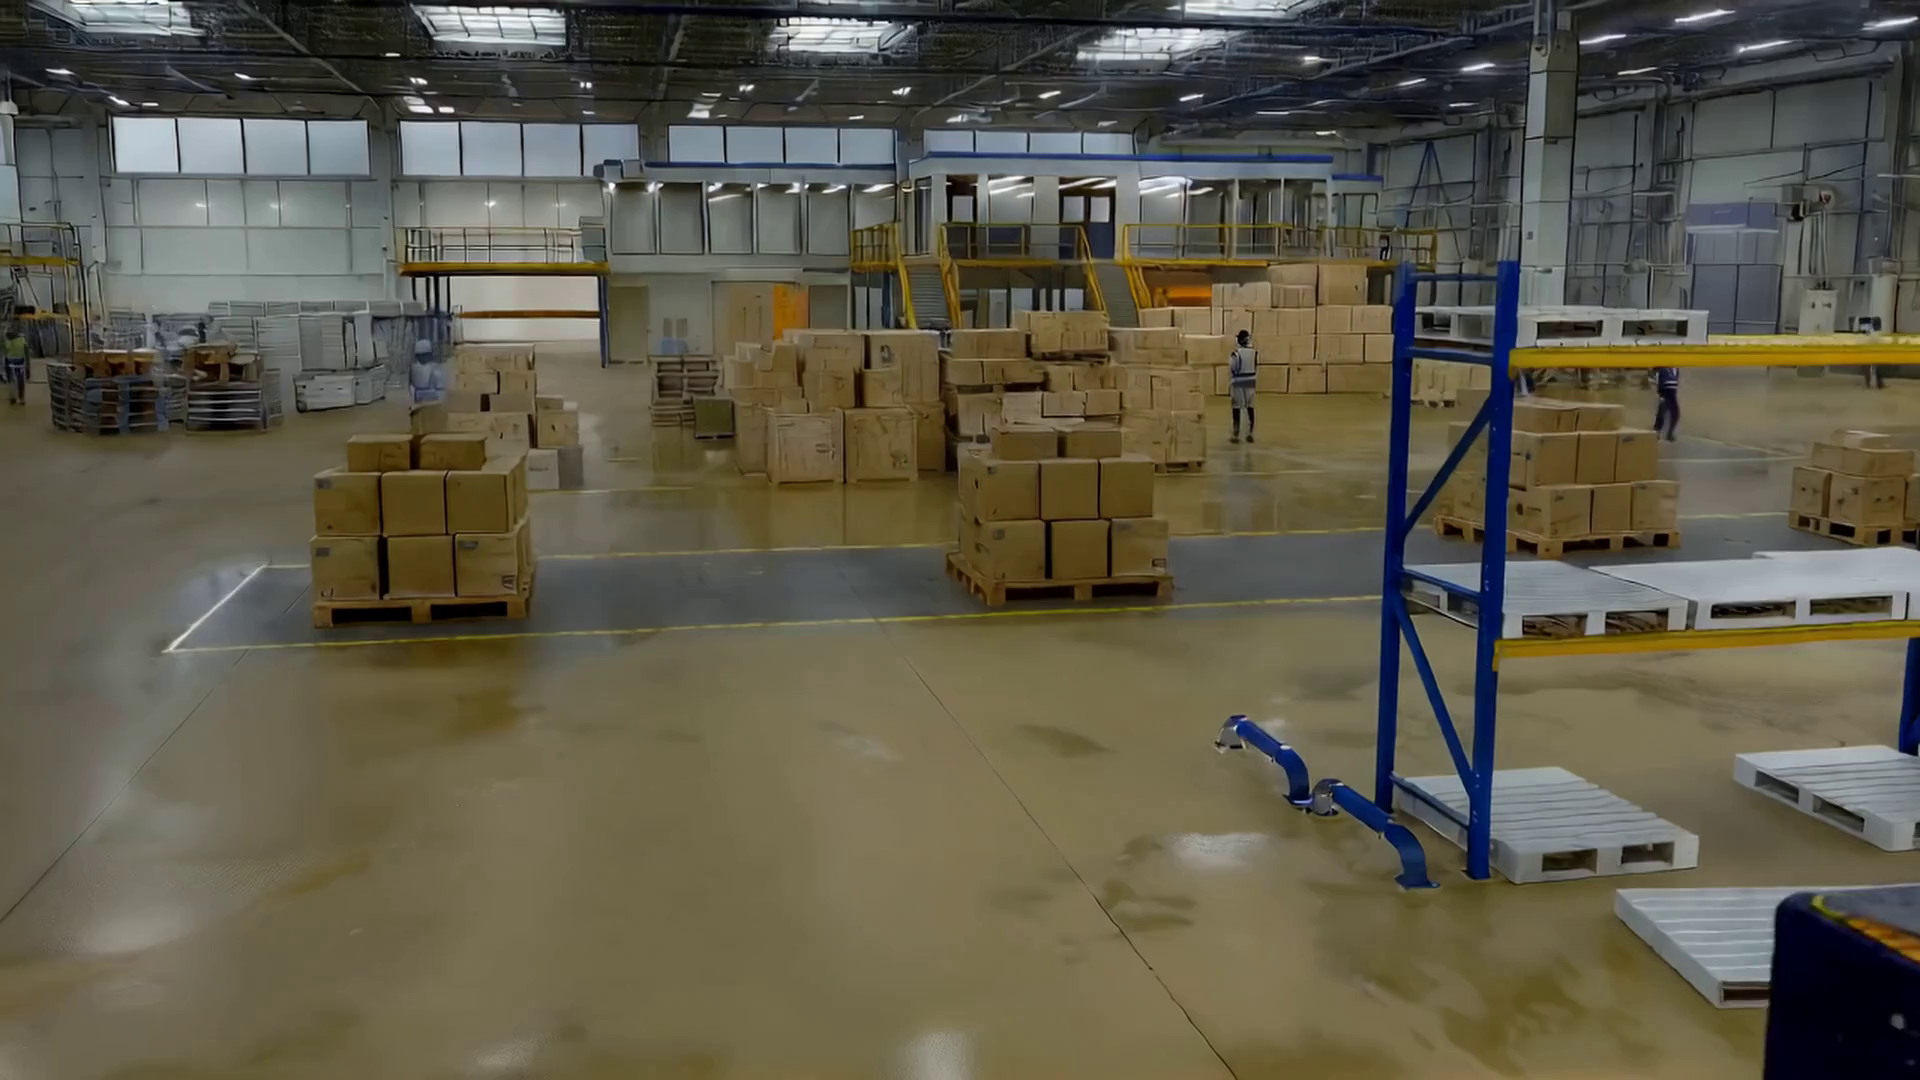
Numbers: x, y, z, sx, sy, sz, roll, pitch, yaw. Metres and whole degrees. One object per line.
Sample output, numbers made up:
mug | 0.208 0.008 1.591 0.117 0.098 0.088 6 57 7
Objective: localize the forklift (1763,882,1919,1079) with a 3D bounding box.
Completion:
forklift | 3.493 0.795 4.780 1.873 2.768 1.129 -2 10 -12

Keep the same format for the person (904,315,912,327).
person | -1.121 -4.366 39.294 0.800 1.891 0.590 -3 10 -18

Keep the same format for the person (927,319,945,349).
person | -0.616 -3.824 35.955 0.548 1.882 0.992 -7 11 -35

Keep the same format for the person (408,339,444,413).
person | -8.212 -2.150 25.663 0.562 1.917 0.679 1 9 8

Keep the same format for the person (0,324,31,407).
person | -20.389 -3.764 35.913 0.622 1.794 0.713 -1 9 -9

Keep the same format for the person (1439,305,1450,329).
person | 14.963 -6.289 51.111 0.514 1.841 0.327 4 10 24

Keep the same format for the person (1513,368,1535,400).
person | 8.286 -1.961 24.710 0.815 1.860 0.583 8 12 41

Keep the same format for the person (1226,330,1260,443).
person | 4.848 -2.631 28.546 0.604 1.938 0.425 -4 10 -21

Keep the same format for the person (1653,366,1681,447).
person | 11.858 -2.472 27.769 0.571 1.864 0.581 3 10 17

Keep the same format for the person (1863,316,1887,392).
person | 22.013 -4.447 39.949 0.646 1.820 0.618 -1 9 -4

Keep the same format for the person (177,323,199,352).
person | -17.994 -4.207 38.800 0.496 1.719 0.788 -2 9 -11
